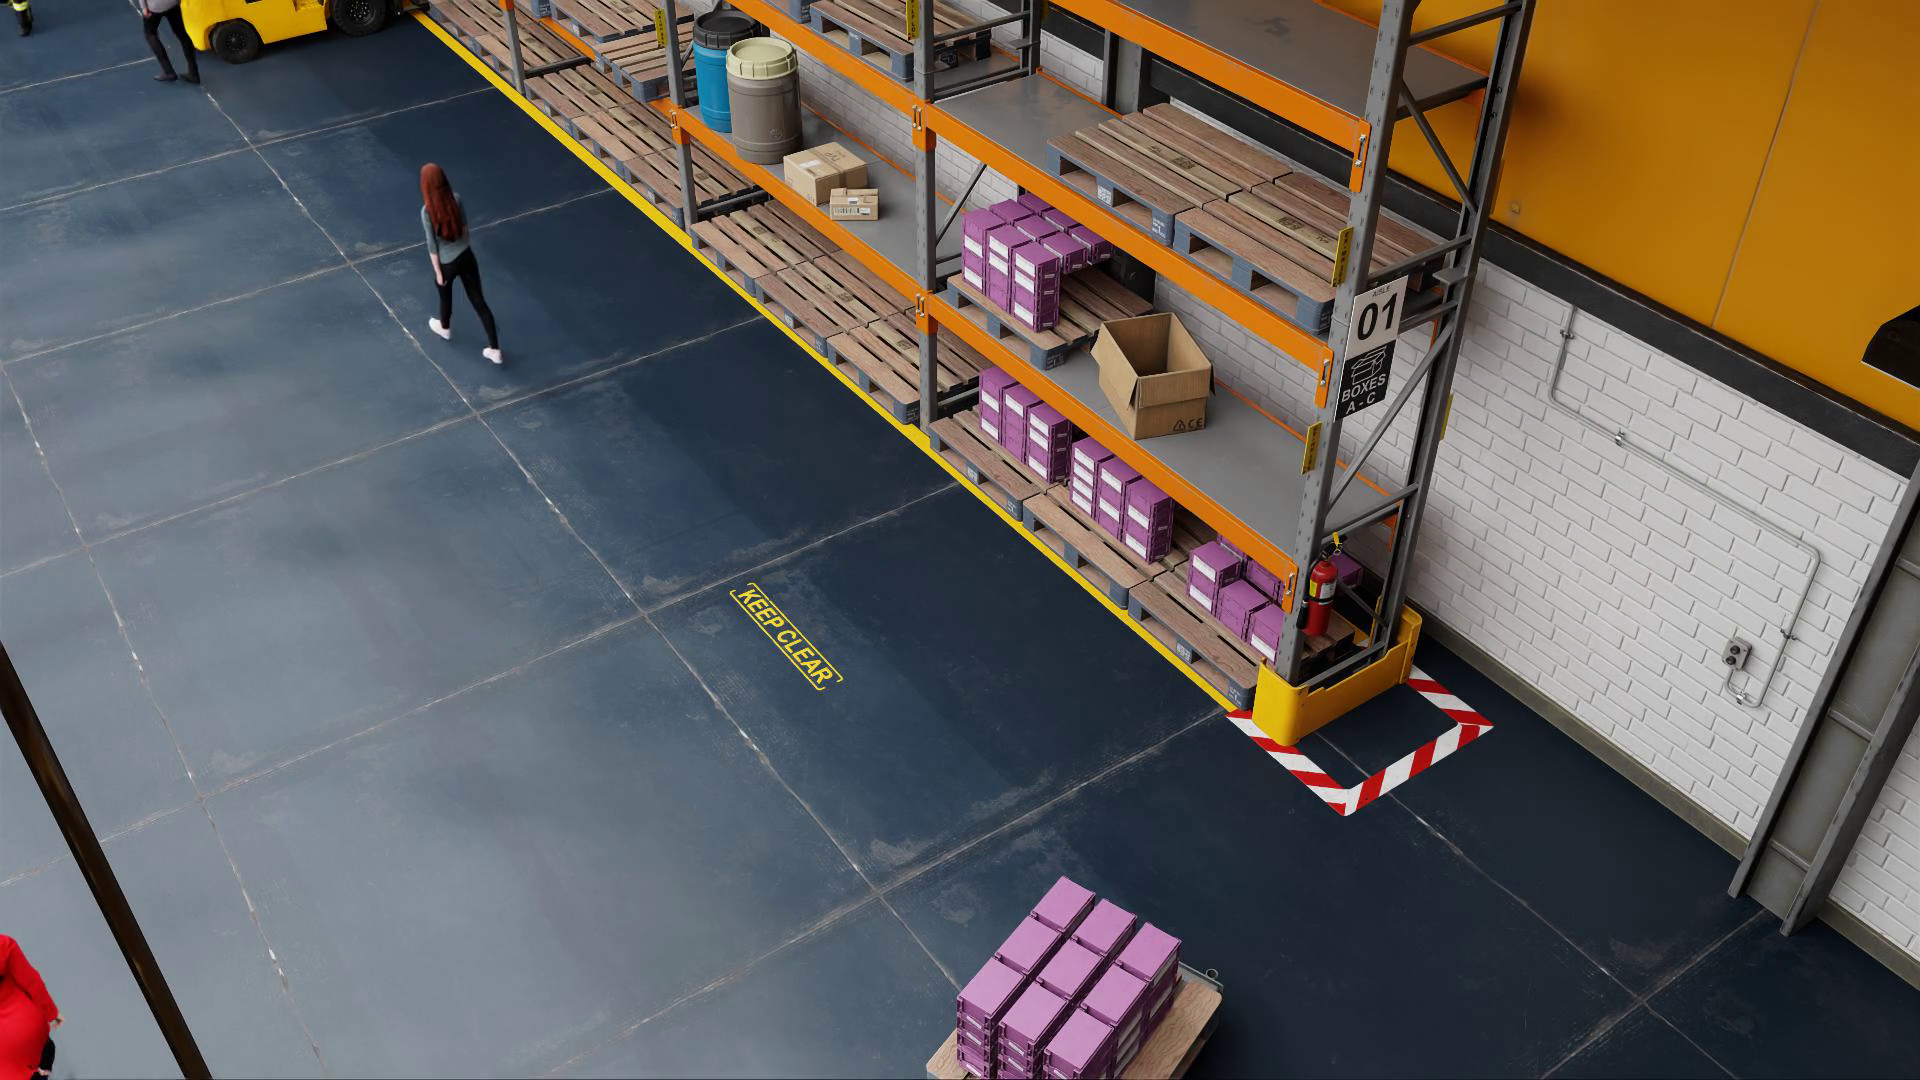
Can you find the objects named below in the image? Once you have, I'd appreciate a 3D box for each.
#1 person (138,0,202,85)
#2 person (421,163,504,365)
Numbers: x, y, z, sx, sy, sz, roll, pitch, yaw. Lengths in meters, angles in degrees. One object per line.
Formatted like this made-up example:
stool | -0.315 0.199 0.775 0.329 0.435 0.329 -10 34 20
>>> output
person | -8.552 -5.820 17.931 0.930 1.909 0.898 19 43 23
person | -4.065 -2.207 13.583 1.213 1.690 0.809 29 47 31
